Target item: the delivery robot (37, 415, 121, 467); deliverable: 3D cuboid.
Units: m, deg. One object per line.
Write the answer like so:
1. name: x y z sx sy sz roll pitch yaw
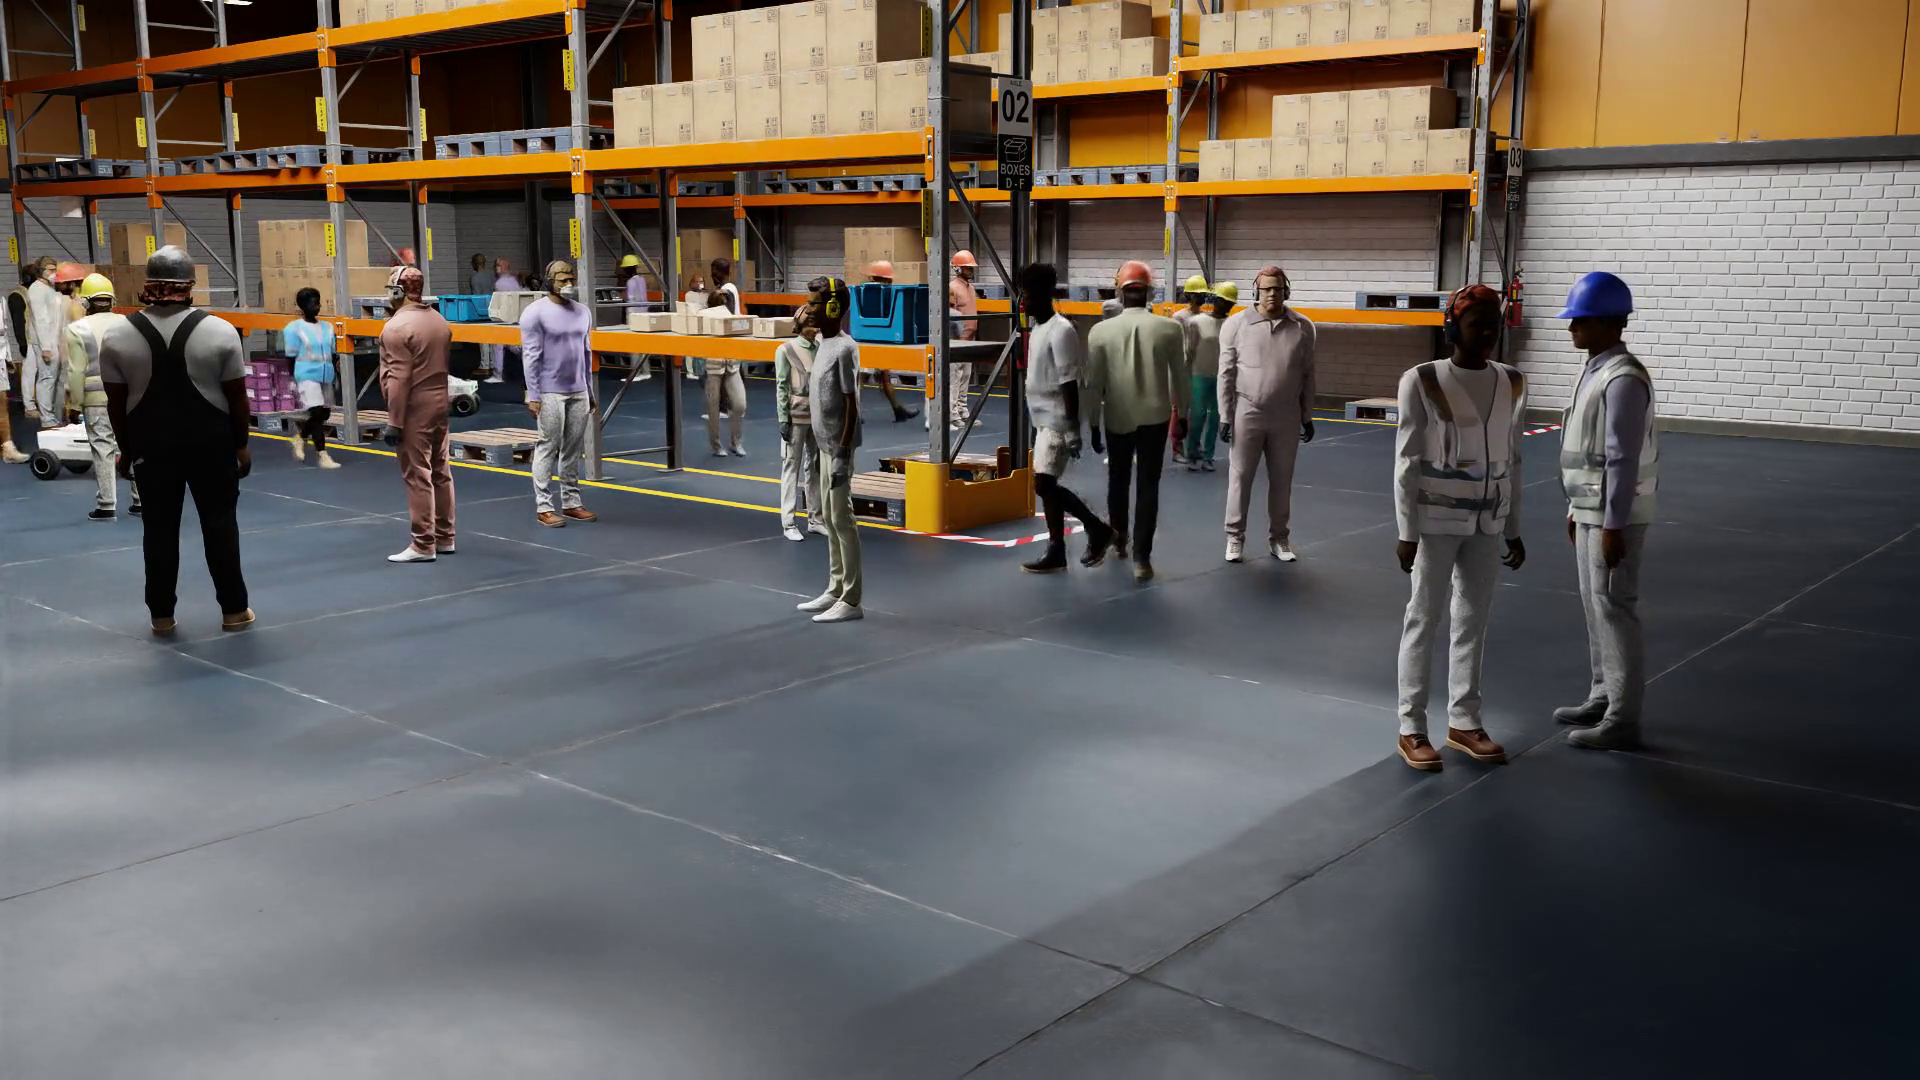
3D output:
1. delivery robot: -7.717 -0.860 14.637 0.707 0.478 0.477 2 10 9

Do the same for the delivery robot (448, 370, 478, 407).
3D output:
1. delivery robot: -6.195 -1.810 20.049 0.707 0.478 0.477 -1 10 -8

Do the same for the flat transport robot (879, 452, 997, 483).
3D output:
1. flat transport robot: 0.053 -0.604 14.258 1.431 0.197 0.652 5 11 25

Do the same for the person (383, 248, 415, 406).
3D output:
1. person: -6.784 -2.548 20.333 0.713 2.026 0.630 9 13 41

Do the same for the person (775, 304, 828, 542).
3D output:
1. person: -1.065 -0.819 11.587 0.514 1.640 0.310 -10 14 -44

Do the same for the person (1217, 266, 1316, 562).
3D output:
1. person: 1.981 -0.800 10.721 0.645 1.907 0.400 -1 10 -3

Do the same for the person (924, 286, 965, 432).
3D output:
1. person: -0.187 -1.999 18.346 0.509 1.625 0.300 4 11 21

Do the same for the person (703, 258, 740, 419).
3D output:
1. person: -2.829 -2.399 19.842 0.492 1.908 0.616 -2 10 -12

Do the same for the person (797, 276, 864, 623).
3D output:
1. person: -0.697 -0.485 9.025 0.328 1.874 0.521 -3 10 -18

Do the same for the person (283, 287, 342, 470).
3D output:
1. person: -6.002 -1.494 15.339 0.727 1.674 0.538 6 12 30

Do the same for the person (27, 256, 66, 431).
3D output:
1. person: -9.878 -2.098 18.032 0.371 1.935 0.629 -4 11 -20

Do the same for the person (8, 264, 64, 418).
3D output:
1. person: -11.063 -2.379 19.931 0.430 1.836 0.620 1 10 8

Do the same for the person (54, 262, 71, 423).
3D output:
1. person: -9.782 -2.108 18.292 1.065 1.864 0.589 7 12 36

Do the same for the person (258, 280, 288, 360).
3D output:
1. person: -11.416 -3.773 27.872 0.603 1.829 0.403 -2 10 -13

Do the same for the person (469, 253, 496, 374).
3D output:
1. person: -7.669 -3.624 26.711 0.368 1.938 0.633 3 10 14

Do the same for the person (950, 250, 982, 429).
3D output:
1. person: 0.028 -2.247 18.705 0.380 1.994 0.618 4 11 24

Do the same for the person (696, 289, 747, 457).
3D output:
1. person: -2.277 -1.598 16.044 0.549 1.619 0.537 -6 12 -32

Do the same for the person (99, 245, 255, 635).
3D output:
1. person: -4.083 -0.523 8.756 0.688 2.000 0.538 -3 10 -16

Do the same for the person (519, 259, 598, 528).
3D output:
1. person: -2.912 -1.068 12.151 0.356 1.938 0.633 7 12 34

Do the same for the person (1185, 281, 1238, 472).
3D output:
1. person: 2.283 -1.460 14.966 0.545 1.721 0.519 -1 10 -5

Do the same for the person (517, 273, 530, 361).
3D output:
1. person: -7.694 -3.926 29.411 0.517 1.597 0.773 -8 13 -40

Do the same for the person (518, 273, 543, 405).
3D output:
1. person: -5.488 -2.599 21.561 0.535 1.697 0.318 -4 11 -19

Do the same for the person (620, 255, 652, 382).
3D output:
1. person: -4.930 -3.349 25.190 0.404 1.918 0.616 1 10 8

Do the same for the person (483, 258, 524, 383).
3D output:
1. person: -6.750 -3.282 24.940 0.813 1.883 0.651 2 10 11

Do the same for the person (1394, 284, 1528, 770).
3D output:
1. person: 1.957 -0.047 6.502 0.573 1.883 0.356 -3 11 -19

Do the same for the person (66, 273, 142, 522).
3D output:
1. person: -6.331 -1.052 12.357 0.403 1.835 0.586 7 12 36

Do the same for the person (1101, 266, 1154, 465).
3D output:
1. person: 1.544 -1.618 15.478 0.516 1.872 0.327 -1 10 -8

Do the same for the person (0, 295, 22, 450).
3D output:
1. person: -9.620 -1.826 16.467 0.363 1.939 0.542 4 11 20

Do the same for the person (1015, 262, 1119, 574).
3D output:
1. person: 0.614 -0.736 10.243 0.559 1.940 0.622 -2 10 -9

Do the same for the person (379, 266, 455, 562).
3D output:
1. person: -3.535 -0.808 10.760 0.400 1.910 0.643 2 10 13

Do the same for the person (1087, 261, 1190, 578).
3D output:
1. person: 1.125 -0.773 10.480 0.633 1.935 1.041 2 10 10

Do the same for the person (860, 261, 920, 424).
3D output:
1. person: -0.956 -2.255 19.096 0.999 1.878 0.584 -2 10 -13

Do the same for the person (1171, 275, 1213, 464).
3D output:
1. person: 2.209 -1.607 15.716 0.525 1.769 0.313 -8 13 -38

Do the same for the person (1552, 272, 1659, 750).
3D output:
1. person: 2.601 -0.117 6.783 0.441 1.933 0.618 2 10 9

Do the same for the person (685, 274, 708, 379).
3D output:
1. person: -4.085 -3.316 25.851 0.284 1.626 0.493 6 12 31

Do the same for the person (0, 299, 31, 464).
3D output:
1. person: -9.202 -1.691 15.519 0.886 2.011 0.633 3 10 18

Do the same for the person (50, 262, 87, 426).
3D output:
1. person: -8.606 -1.806 16.548 0.992 1.897 0.584 -3 10 -15
